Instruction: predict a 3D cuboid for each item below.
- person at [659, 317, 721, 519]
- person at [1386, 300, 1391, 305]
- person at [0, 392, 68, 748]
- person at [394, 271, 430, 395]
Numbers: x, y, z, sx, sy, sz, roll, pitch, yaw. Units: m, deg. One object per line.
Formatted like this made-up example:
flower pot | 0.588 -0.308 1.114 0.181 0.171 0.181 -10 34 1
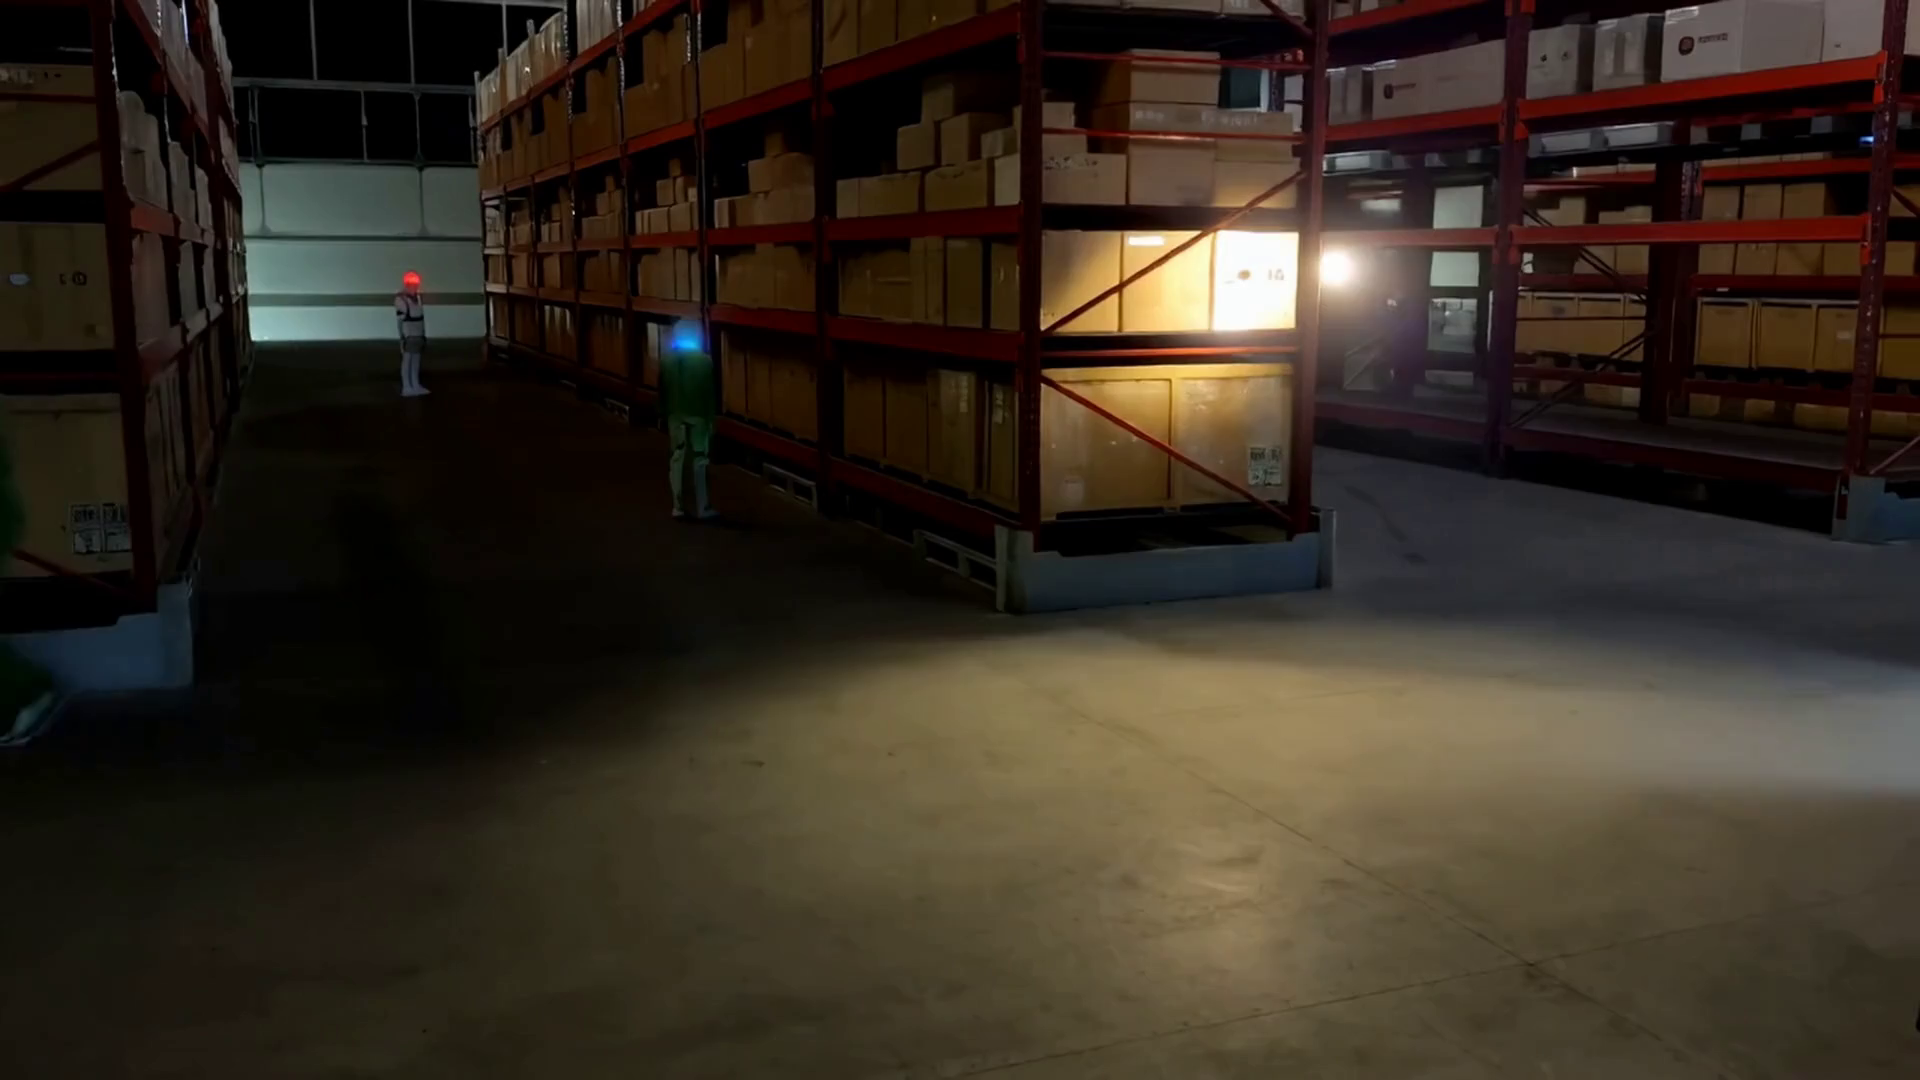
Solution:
person | -2.184 -0.978 13.447 0.500 1.633 0.281 3 10 18
person | 8.239 -4.346 32.727 0.607 1.947 1.044 -4 10 -23
person | -4.160 -0.026 6.991 0.452 1.888 0.645 -4 10 -24
person | -8.597 -3.248 26.137 0.357 1.938 0.542 5 10 25
